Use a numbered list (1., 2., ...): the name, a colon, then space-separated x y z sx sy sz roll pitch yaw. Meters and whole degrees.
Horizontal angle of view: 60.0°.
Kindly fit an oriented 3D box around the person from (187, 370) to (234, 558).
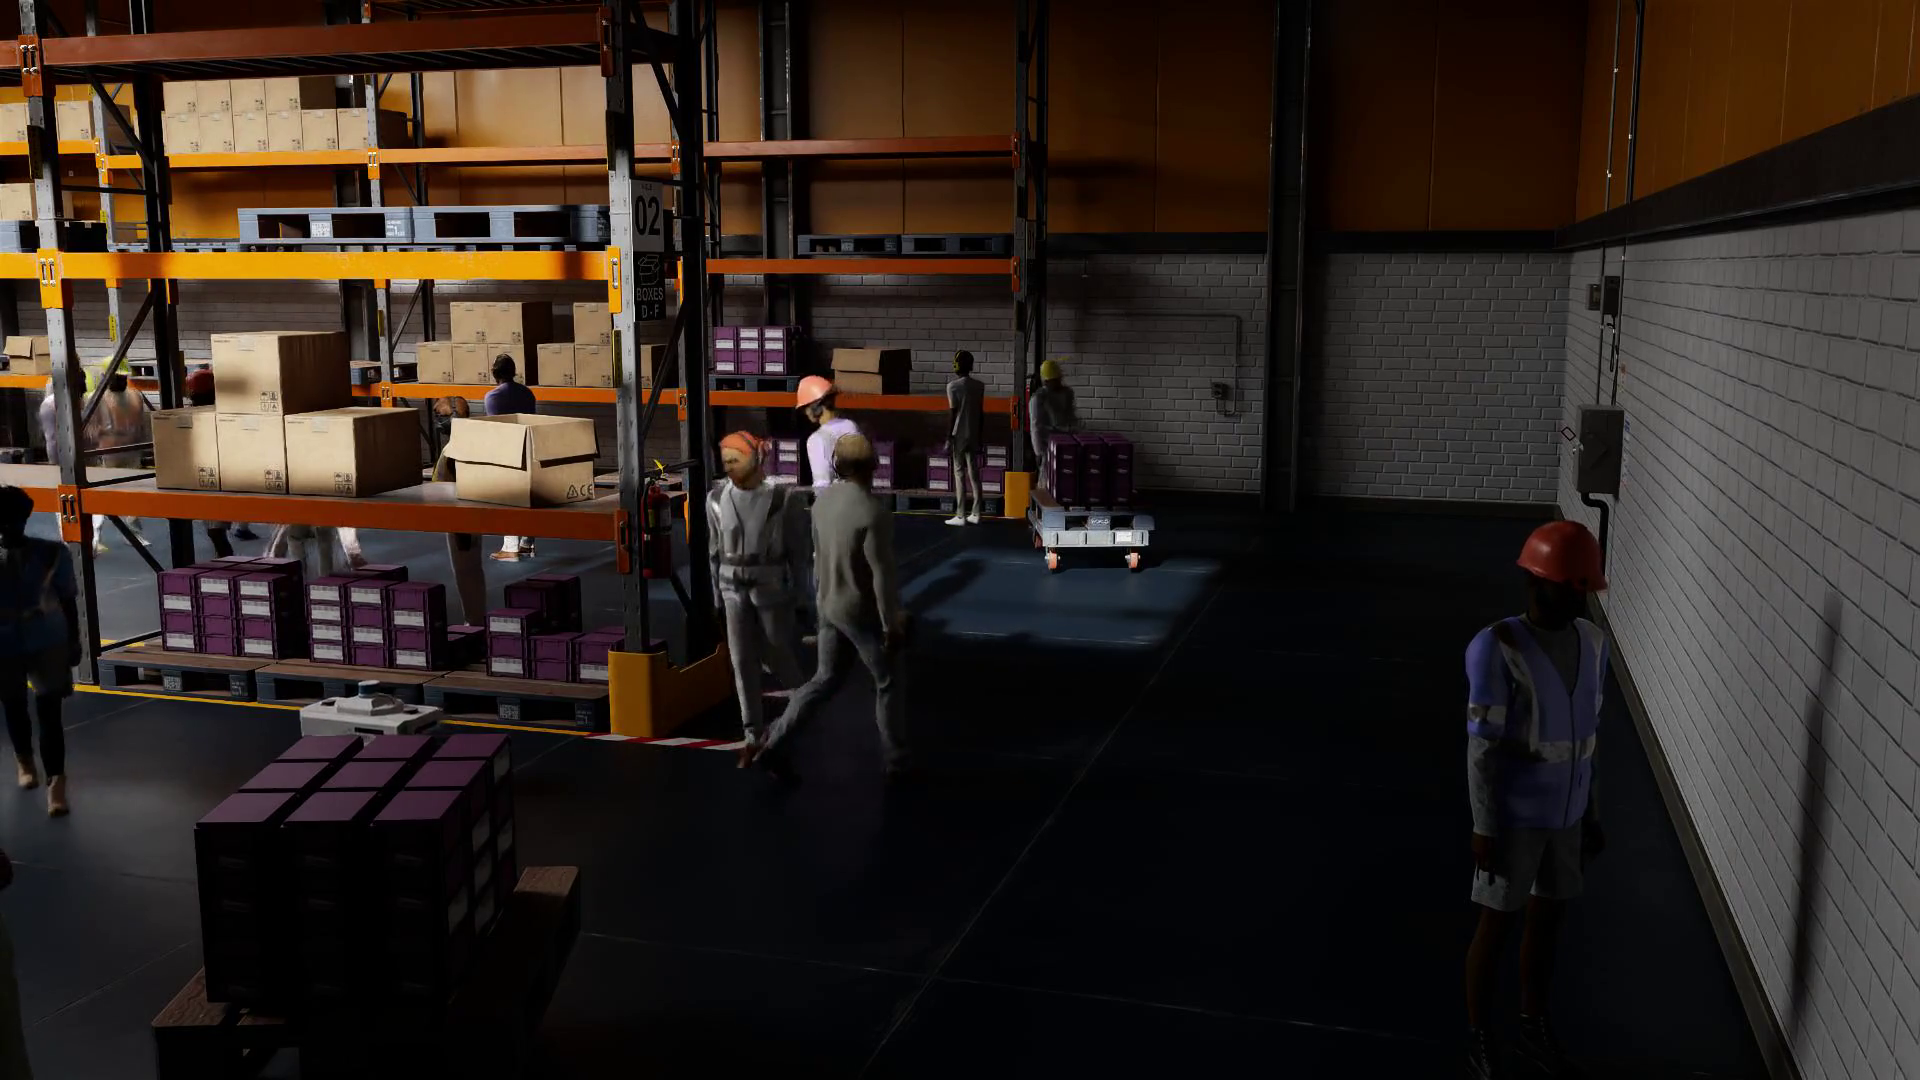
1. person: -6.048 -0.412 13.467 0.554 1.926 0.479 8 12 40

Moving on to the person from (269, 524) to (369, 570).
1. person: -5.605 -0.580 14.412 1.020 1.949 0.612 1 9 5

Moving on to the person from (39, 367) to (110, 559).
1. person: -8.245 -0.709 15.534 0.464 1.827 0.637 3 10 18

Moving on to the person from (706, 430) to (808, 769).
1. person: -1.117 0.292 9.360 0.593 1.859 0.770 2 10 15

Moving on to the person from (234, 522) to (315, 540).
1. person: -6.914 -0.846 16.684 0.818 1.731 0.539 -7 12 -36

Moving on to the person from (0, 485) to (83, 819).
1. person: -4.785 0.543 8.498 0.534 1.666 0.844 -4 10 -22

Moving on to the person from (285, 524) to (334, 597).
1. person: -5.341 -0.300 13.658 0.523 1.610 0.532 7 12 37

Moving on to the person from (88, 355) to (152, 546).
1. person: -8.334 -0.879 16.377 0.728 1.900 0.594 5 11 28

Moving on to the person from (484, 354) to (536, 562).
1. person: -4.209 -0.767 15.554 0.355 1.936 0.636 4 10 23

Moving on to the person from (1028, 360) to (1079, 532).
1. person: 0.975 -0.963 17.219 0.632 1.791 0.418 -9 13 -43

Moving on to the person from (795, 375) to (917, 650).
1. person: -0.737 -0.162 11.705 0.863 1.993 0.713 5 11 30

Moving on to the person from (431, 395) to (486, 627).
1. person: -3.584 -0.121 11.945 0.428 1.838 0.627 -2 10 -13

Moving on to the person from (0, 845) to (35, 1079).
1. person: -2.133 1.346 3.596 0.284 1.633 0.501 -4 10 -23

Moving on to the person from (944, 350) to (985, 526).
1. person: 0.046 -1.084 17.697 0.533 1.868 0.310 -8 12 -41

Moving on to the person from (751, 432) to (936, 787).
1. person: -0.598 0.390 8.661 0.887 1.903 0.666 -6 11 -34

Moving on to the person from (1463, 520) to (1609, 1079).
1. person: 1.916 0.886 5.489 0.543 1.934 0.362 -4 10 -25

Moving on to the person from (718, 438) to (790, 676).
1. person: -1.415 0.082 11.420 0.537 1.594 0.865 -7 12 -36

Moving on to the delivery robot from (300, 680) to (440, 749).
1. delivery robot: -3.113 0.986 8.789 0.707 0.478 0.477 3 10 18

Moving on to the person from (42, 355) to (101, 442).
1. person: -10.157 -1.285 19.200 0.948 1.802 0.630 6 11 31
